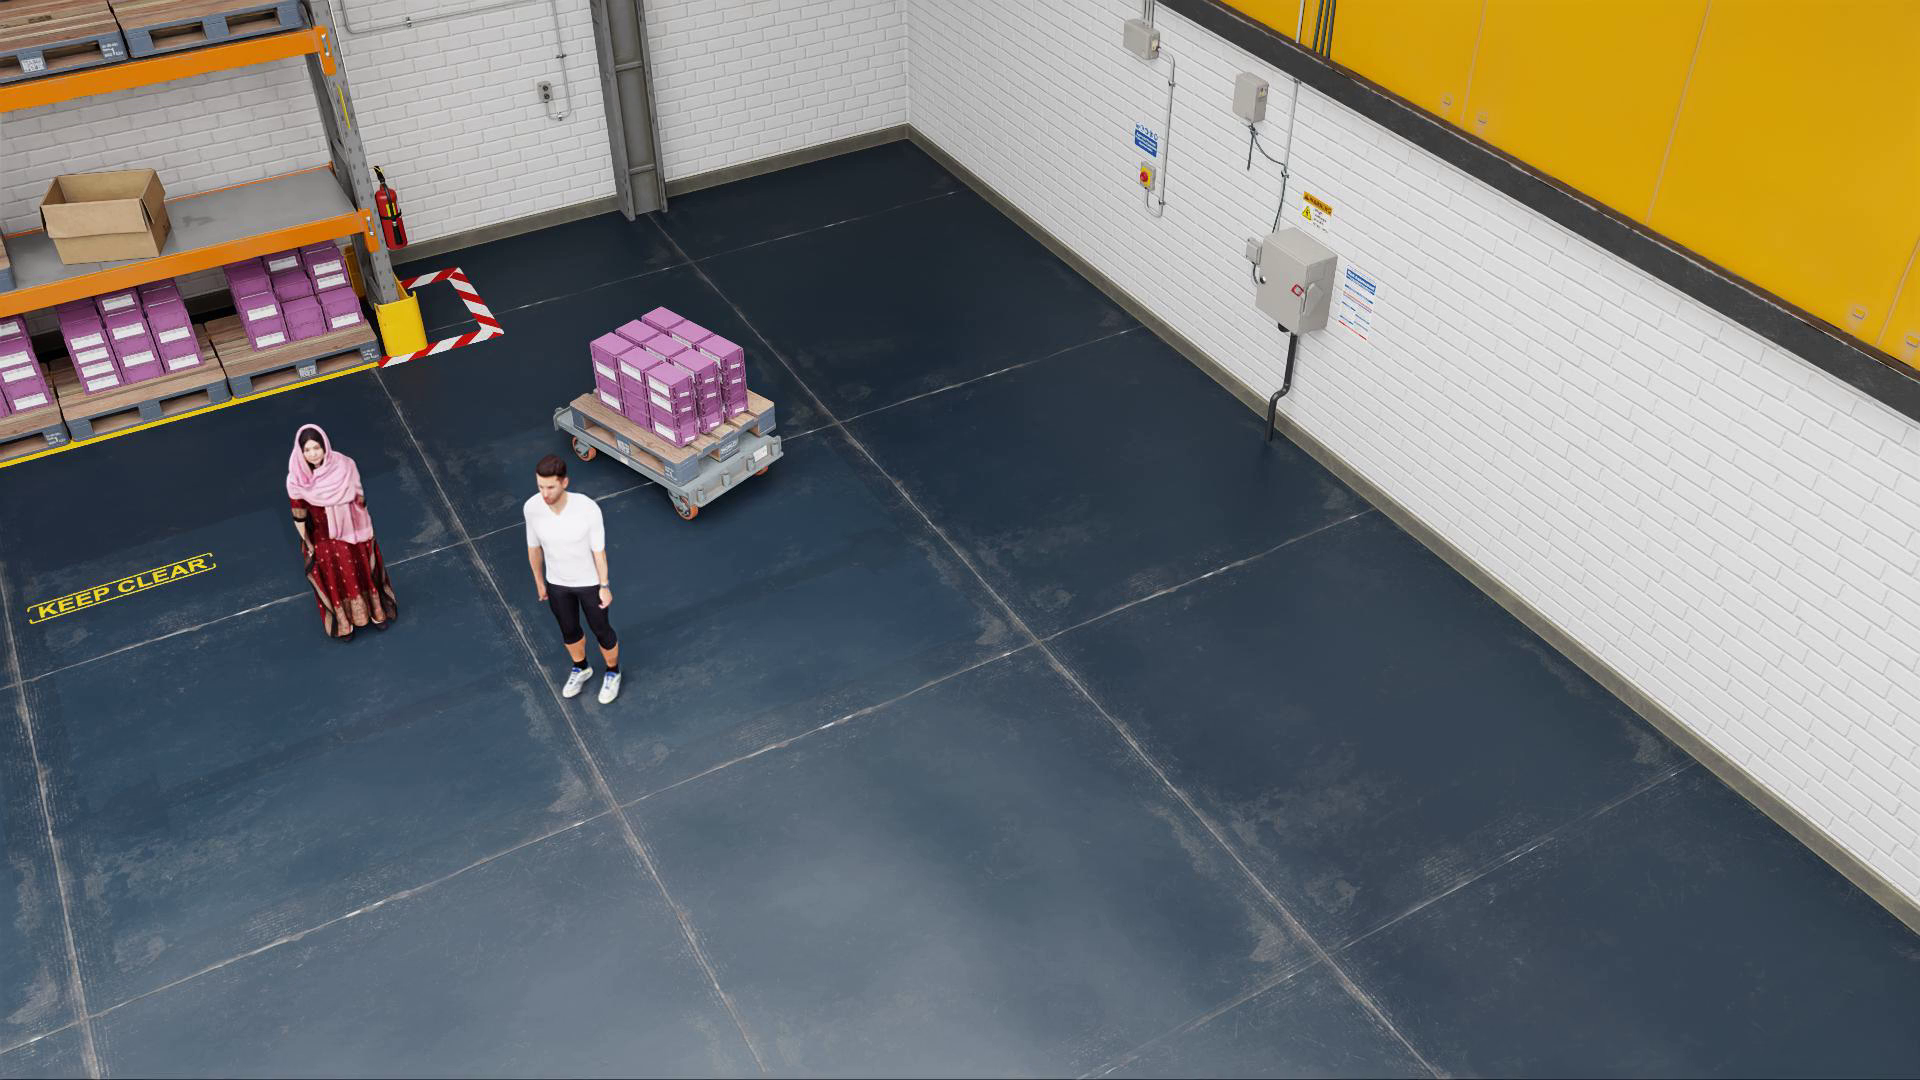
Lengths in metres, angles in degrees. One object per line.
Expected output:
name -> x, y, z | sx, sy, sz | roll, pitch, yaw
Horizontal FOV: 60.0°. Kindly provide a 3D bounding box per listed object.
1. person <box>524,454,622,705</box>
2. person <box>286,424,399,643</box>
person -> -2.383, 0.223, 10.322 | 0.708, 1.848, 0.798 | 4, 39, 6
person -> -4.072, -0.062, 10.848 | 0.525, 1.637, 0.710 | -21, 43, -24
